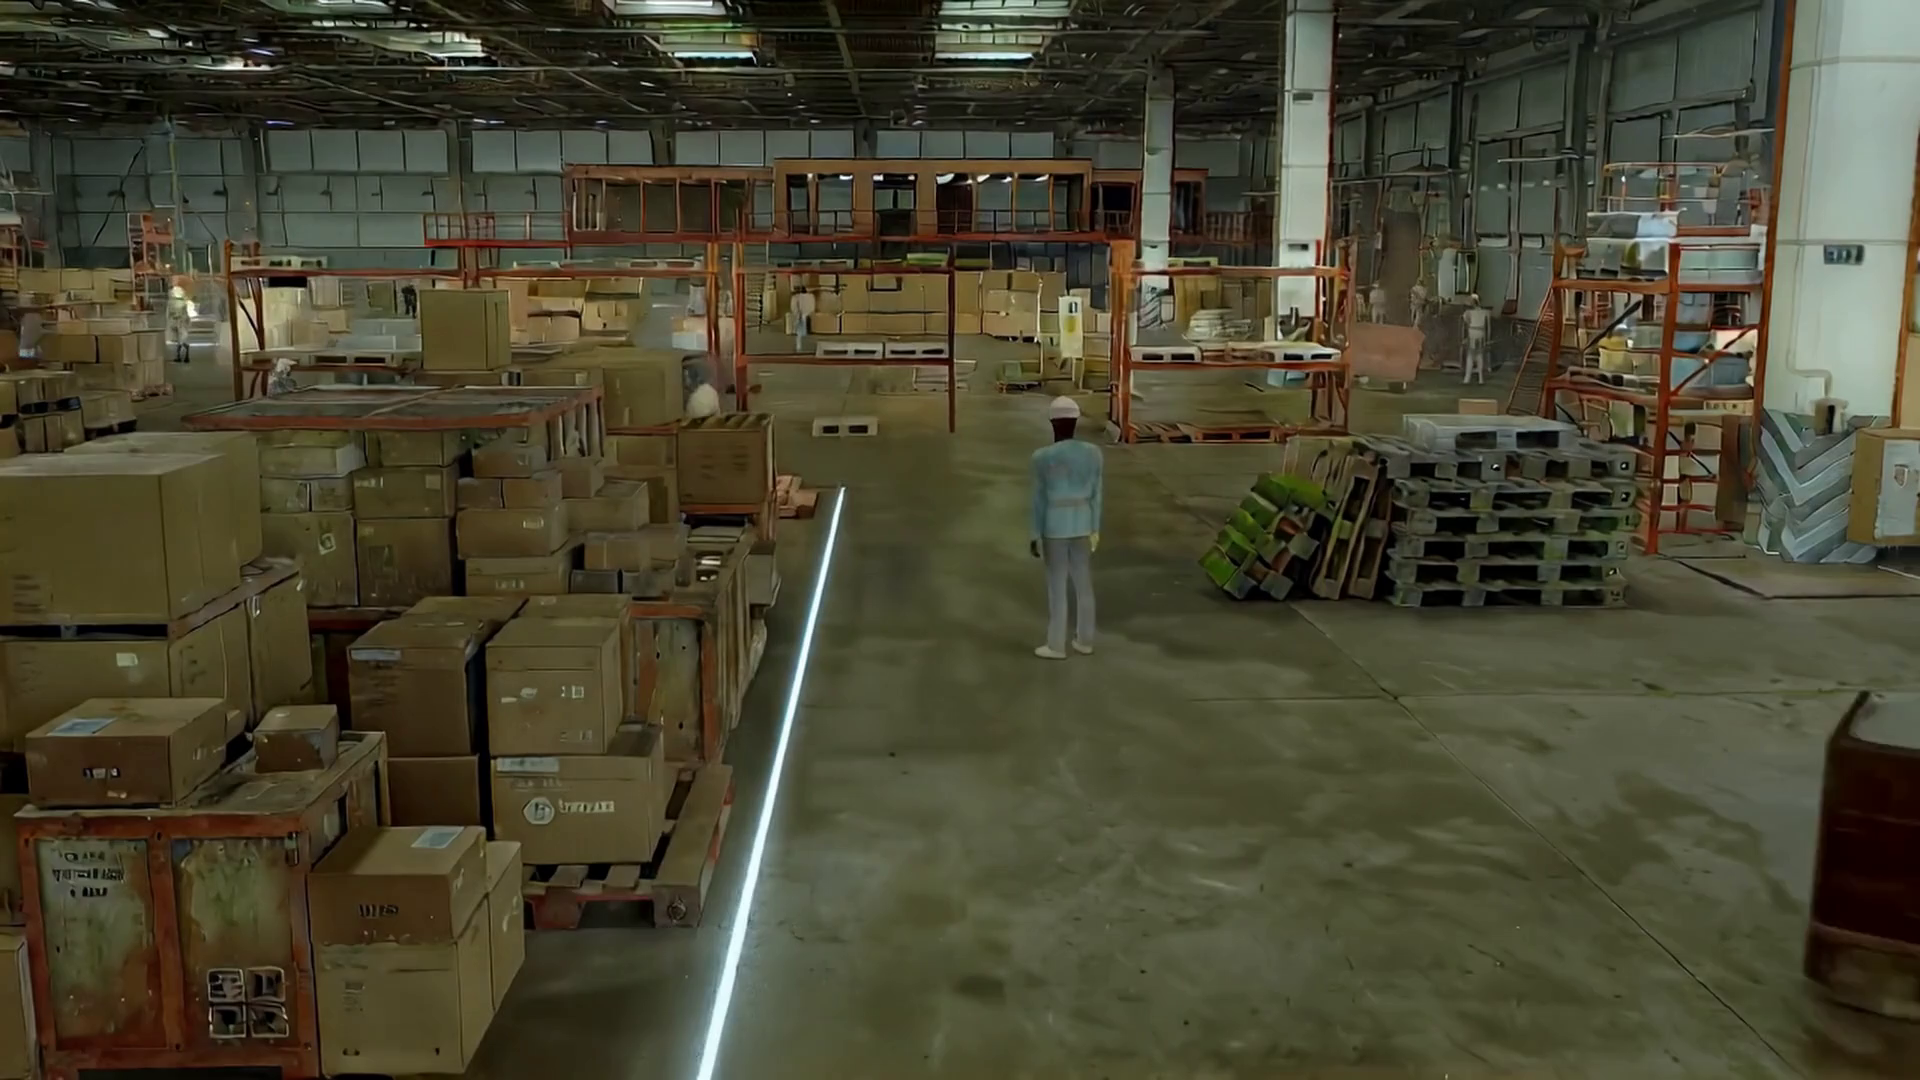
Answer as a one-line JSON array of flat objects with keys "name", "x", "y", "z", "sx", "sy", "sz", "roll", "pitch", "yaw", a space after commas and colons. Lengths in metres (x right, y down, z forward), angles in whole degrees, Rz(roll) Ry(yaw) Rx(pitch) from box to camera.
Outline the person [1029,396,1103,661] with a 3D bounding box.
[{"name": "person", "x": 0.757, "y": -0.086, "z": 12.121, "sx": 0.594, "sy": 1.922, "sz": 0.385, "roll": -6, "pitch": 12, "yaw": -31}]

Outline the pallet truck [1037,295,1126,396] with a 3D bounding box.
[{"name": "pallet truck", "x": 2.483, "y": -3.881, "z": 33.060, "sx": 1.885, "sy": 1.965, "sz": 0.823, "roll": -7, "pitch": 13, "yaw": -36}]

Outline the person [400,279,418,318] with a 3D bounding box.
[{"name": "person", "x": -17.495, "y": -7.365, "z": 52.845, "sx": 0.528, "sy": 1.863, "sz": 0.313, "roll": -2, "pitch": 10, "yaw": -13}]

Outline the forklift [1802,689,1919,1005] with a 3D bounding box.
[{"name": "forklift", "x": 4.452, "y": 0.468, "z": 6.374, "sx": 1.873, "sy": 2.768, "sz": 1.129, "roll": 7, "pitch": 12, "yaw": 34}]

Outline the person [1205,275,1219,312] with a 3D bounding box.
[{"name": "person", "x": 10.826, "y": -10.783, "z": 71.550, "sx": 0.612, "sy": 1.986, "sz": 0.407, "roll": 3, "pitch": 11, "yaw": 17}]

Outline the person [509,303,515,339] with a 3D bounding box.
[{"name": "person", "x": -10.842, "y": -4.994, "z": 39.479, "sx": 0.587, "sy": 1.920, "sz": 0.391, "roll": 4, "pitch": 11, "yaw": 21}]

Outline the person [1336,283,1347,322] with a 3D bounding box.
[{"name": "person", "x": 12.160, "y": -7.378, "z": 53.360, "sx": 0.758, "sy": 1.706, "sz": 0.477, "roll": -6, "pitch": 12, "yaw": -31}]

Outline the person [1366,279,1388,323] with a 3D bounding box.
[{"name": "person", "x": 12.539, "y": -6.877, "z": 50.005, "sx": 0.628, "sy": 1.898, "sz": 0.769, "roll": 3, "pitch": 11, "yaw": 16}]

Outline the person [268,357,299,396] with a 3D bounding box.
[{"name": "person", "x": -8.230, "y": -1.417, "z": 20.326, "sx": 0.315, "sy": 1.641, "sz": 0.515, "roll": 2, "pitch": 10, "yaw": 13}]

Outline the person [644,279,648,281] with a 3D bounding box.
[{"name": "person", "x": -10.107, "y": -7.498, "z": 53.637, "sx": 0.513, "sy": 1.844, "sz": 0.335, "roll": 5, "pitch": 11, "yaw": 24}]

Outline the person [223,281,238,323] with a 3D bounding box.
[{"name": "person", "x": -21.043, "y": -6.550, "z": 48.075, "sx": 0.417, "sy": 1.938, "sz": 0.638, "roll": -9, "pitch": 14, "yaw": -42}]

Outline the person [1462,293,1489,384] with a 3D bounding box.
[{"name": "person", "x": 11.031, "y": -4.318, "z": 35.661, "sx": 0.542, "sy": 1.939, "sz": 0.364, "roll": 1, "pitch": 10, "yaw": 6}]

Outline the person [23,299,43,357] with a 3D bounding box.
[{"name": "person", "x": -21.414, "y": -4.717, "z": 38.493, "sx": 0.532, "sy": 1.723, "sz": 0.919, "roll": 7, "pitch": 12, "yaw": 33}]

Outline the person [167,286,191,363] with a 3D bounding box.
[{"name": "person", "x": -19.503, "y": -5.366, "z": 41.508, "sx": 0.552, "sy": 1.932, "sz": 0.377, "roll": -1, "pitch": 10, "yaw": -5}]

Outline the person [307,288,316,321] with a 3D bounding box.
[{"name": "person", "x": -17.644, "y": -5.934, "z": 44.896, "sx": 0.560, "sy": 1.853, "sz": 0.400, "roll": 5, "pitch": 11, "yaw": 24}]

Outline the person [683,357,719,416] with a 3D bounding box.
[{"name": "person", "x": -2.467, "y": -0.838, "z": 16.332, "sx": 0.623, "sy": 1.917, "sz": 0.643, "roll": 0, "pitch": 10, "yaw": -1}]

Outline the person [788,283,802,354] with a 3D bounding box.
[{"name": "person", "x": -4.397, "y": -5.873, "z": 44.367, "sx": 0.369, "sy": 1.932, "sz": 0.625, "roll": -4, "pitch": 11, "yaw": -23}]

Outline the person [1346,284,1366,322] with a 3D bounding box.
[{"name": "person", "x": 11.275, "y": -6.358, "z": 47.296, "sx": 0.430, "sy": 1.845, "sz": 0.623, "roll": -7, "pitch": 13, "yaw": -35}]

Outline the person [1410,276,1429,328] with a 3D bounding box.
[{"name": "person", "x": 14.908, "y": -7.599, "z": 53.944, "sx": 0.610, "sy": 1.939, "sz": 0.417, "roll": 2, "pitch": 10, "yaw": 9}]
